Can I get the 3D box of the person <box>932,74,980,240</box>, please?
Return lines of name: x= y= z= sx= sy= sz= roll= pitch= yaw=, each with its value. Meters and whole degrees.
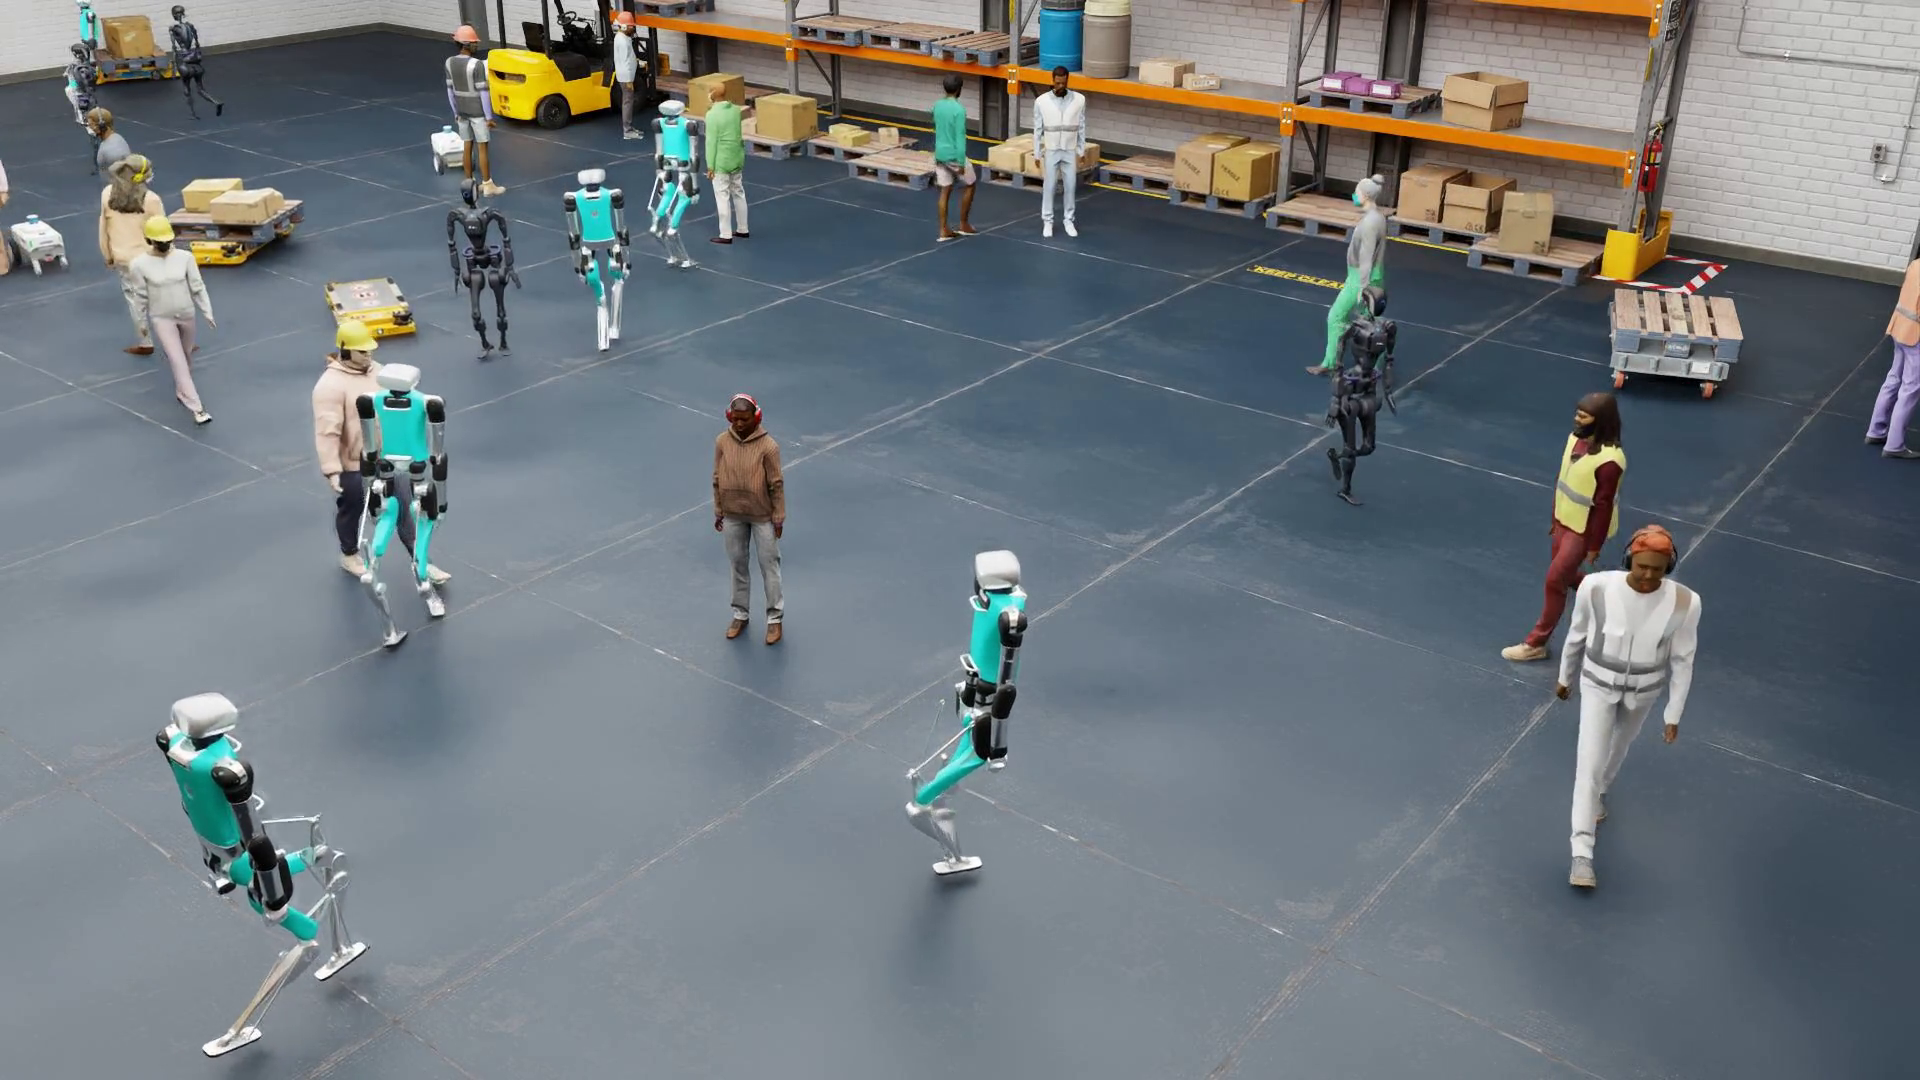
person: x=-0.049 y=-4.305 z=18.691 sx=0.507 sy=1.826 sz=0.637 roll=23 pitch=34 yaw=38

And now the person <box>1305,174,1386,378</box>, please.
person: x=3.413 y=-2.311 z=14.568 sx=0.738 sy=1.818 sz=0.566 roll=11 pitch=28 yaw=21

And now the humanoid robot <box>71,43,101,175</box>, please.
humanoid robot: x=-11.186 y=-5.565 z=21.482 sx=0.456 sy=1.642 sz=0.589 roll=-12 pitch=28 yaw=-24

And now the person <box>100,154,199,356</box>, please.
person: x=-7.437 y=-2.559 z=15.073 sx=0.675 sy=1.846 sz=0.374 roll=-3 pitch=26 yaw=-6

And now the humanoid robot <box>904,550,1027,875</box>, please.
humanoid robot: x=-0.052 y=0.959 z=8.018 sx=0.729 sy=1.886 sz=0.539 roll=-7 pitch=27 yaw=-13

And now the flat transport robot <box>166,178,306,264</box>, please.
flat transport robot: x=-8.052 y=-3.354 z=18.516 sx=0.659 sy=0.231 sz=1.431 roll=2 pitch=26 yaw=4

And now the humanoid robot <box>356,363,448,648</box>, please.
humanoid robot: x=-3.440 y=-0.144 z=10.216 sx=0.565 sy=1.769 sz=0.920 roll=-1 pitch=26 yaw=-2

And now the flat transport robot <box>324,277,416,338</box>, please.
flat transport robot: x=-5.791 y=-2.275 z=16.282 sx=0.659 sy=0.231 sz=1.431 roll=-12 pitch=28 yaw=-23

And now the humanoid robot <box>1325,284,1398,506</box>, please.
humanoid robot: x=2.891 y=-1.104 z=12.245 sx=0.596 sy=1.637 sz=0.543 roll=-13 pitch=29 yaw=-25

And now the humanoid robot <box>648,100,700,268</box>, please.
humanoid robot: x=-3.052 y=-3.689 z=17.402 sx=0.538 sy=1.701 sz=0.726 roll=10 pitch=28 yaw=21

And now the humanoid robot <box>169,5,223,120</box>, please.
humanoid robot: x=-11.322 y=-7.026 z=24.526 sx=0.585 sy=1.636 sz=0.610 roll=8 pitch=27 yaw=16

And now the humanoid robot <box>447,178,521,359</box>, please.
humanoid robot: x=-4.280 y=-2.437 z=15.003 sx=0.602 sy=1.645 sz=0.465 roll=-1 pitch=26 yaw=-3

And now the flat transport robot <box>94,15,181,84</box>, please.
flat transport robot: x=-13.794 y=-7.811 z=27.747 sx=1.431 sy=0.231 sz=0.659 roll=-14 pitch=29 yaw=-26

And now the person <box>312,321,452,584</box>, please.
person: x=-3.872 y=-0.547 z=10.922 sx=0.933 sy=1.817 sz=0.795 roll=19 pitch=31 yaw=33

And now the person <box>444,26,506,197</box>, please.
person: x=-5.974 y=-5.256 z=20.423 sx=0.607 sy=2.039 sz=0.390 roll=14 pitch=29 yaw=26

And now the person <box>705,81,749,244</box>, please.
person: x=-2.617 y=-4.207 z=18.559 sx=0.388 sy=1.776 sz=0.539 roll=16 pitch=30 yaw=29

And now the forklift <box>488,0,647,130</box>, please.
forklift: x=-5.874 y=-7.334 z=24.552 sx=1.214 sy=2.155 sz=2.313 roll=19 pitch=32 yaw=34

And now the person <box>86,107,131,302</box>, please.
person: x=-8.344 y=-3.346 z=16.601 sx=0.368 sy=1.932 sz=0.620 roll=-12 pitch=28 yaw=-23

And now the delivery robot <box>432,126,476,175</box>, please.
delivery robot: x=-6.691 y=-5.113 z=21.852 sx=0.499 sy=0.614 sz=0.812 roll=-12 pitch=28 yaw=-24

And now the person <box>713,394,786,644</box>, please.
person: x=-1.290 y=-0.144 z=10.287 sx=0.462 sy=1.648 sz=0.327 roll=6 pitch=27 yaw=13

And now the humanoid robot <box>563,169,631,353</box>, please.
humanoid robot: x=-3.270 y=-2.566 z=15.187 sx=0.550 sy=1.738 sz=1.002 roll=-4 pitch=26 yaw=-8

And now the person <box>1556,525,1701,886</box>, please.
person: x=3.273 y=0.750 z=8.229 sx=0.577 sy=1.830 sz=0.996 roll=7 pitch=27 yaw=14

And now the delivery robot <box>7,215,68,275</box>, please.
delivery robot: x=-9.885 y=-3.180 z=17.835 sx=0.499 sy=0.601 sz=0.796 roll=-21 pitch=33 yaw=-36

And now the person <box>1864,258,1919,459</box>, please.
person: x=7.435 y=-1.532 z=12.945 sx=0.380 sy=1.835 sz=0.562 roll=0 pitch=26 yaw=0

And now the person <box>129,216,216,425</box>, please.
person: x=-6.453 y=-1.830 z=13.698 sx=0.534 sy=1.704 sz=0.946 roll=-23 pitch=34 yaw=-39

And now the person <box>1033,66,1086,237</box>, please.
person: x=1.118 y=-4.386 z=18.776 sx=0.595 sy=1.908 sz=0.408 roll=-4 pitch=26 yaw=-8

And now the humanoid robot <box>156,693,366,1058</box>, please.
humanoid robot: x=-2.894 y=1.342 z=7.139 sx=0.545 sy=1.745 sz=1.043 roll=18 pitch=31 yaw=32

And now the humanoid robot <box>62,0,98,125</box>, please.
humanoid robot: x=-12.971 y=-7.000 z=24.374 sx=0.878 sy=1.768 sz=0.590 roll=-16 pitch=30 yaw=-30

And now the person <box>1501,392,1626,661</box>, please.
person: x=3.779 y=-0.080 z=10.043 sx=0.777 sy=1.746 sz=0.477 roll=-4 pitch=26 yaw=-8

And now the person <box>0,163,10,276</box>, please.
person: x=-10.277 y=-3.624 z=17.377 sx=0.639 sy=1.758 sz=0.540 roll=6 pitch=26 yaw=11

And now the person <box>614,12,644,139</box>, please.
person: x=-4.670 y=-6.542 z=23.430 sx=0.351 sy=1.738 sz=0.572 roll=-6 pitch=26 yaw=-12

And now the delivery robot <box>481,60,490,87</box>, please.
delivery robot: x=-7.476 y=-7.538 z=26.846 sx=0.761 sy=0.589 sz=0.500 roll=16 pitch=30 yaw=29
